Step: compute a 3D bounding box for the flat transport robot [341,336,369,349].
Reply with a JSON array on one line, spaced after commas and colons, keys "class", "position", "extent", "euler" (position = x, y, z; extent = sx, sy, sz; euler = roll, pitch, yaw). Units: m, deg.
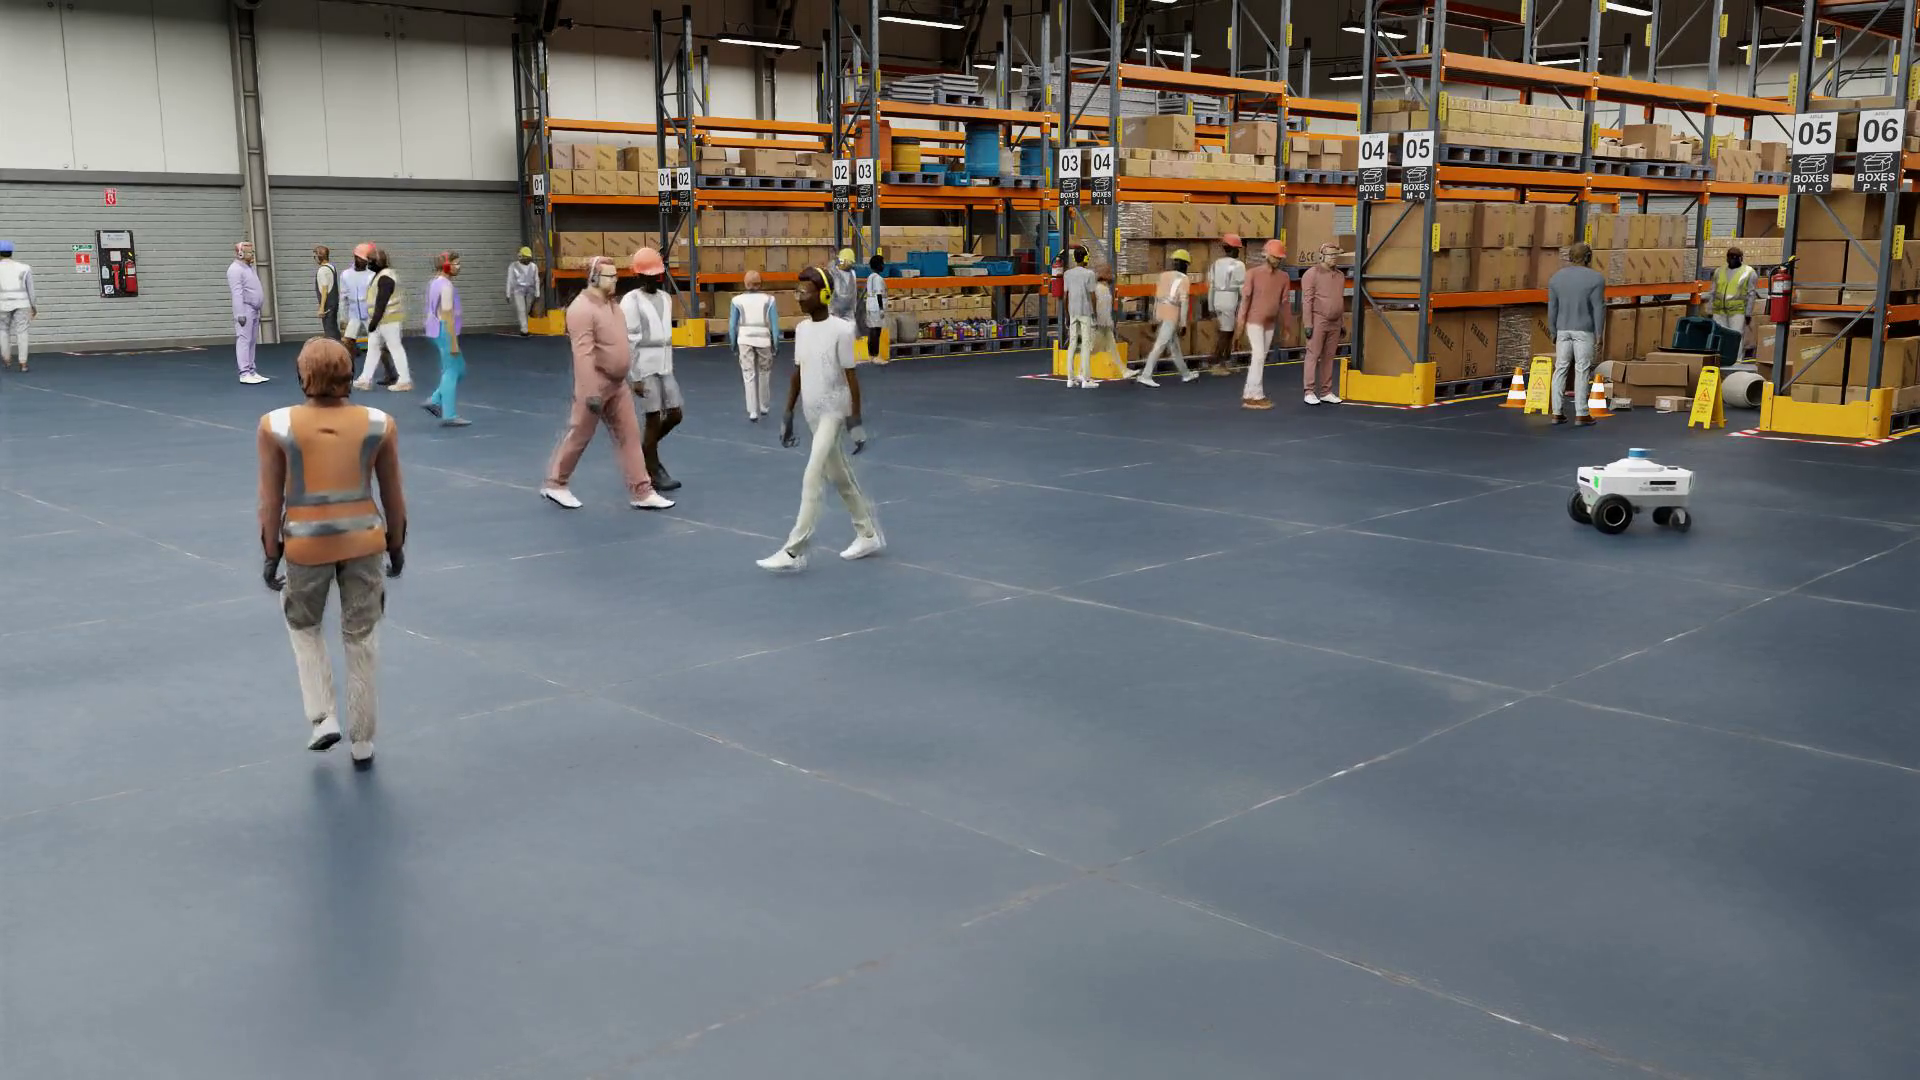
[{"class": "flat transport robot", "position": [-10.577, -3.435, 29.107], "extent": [0.652, 0.197, 1.431], "euler": [5, 12, 26]}]

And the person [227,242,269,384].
[{"class": "person", "position": [-9.686, -3.092, 22.652], "extent": [0.406, 1.911, 0.638], "euler": [-1, 10, -6]}]

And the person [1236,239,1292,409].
[{"class": "person", "position": [3.562, -2.487, 19.258], "extent": [0.642, 1.949, 0.801], "euler": [-6, 12, -29]}]

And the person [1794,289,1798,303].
[{"class": "person", "position": [16.121, -4.809, 32.080], "extent": [0.775, 1.894, 0.604], "euler": [-1, 10, -5]}]

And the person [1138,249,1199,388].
[{"class": "person", "position": [2.811, -2.967, 22.258], "extent": [1.160, 1.816, 0.603], "euler": [-6, 12, -31]}]

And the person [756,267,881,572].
[{"class": "person", "position": [-0.842, -0.742, 10.101], "extent": [1.000, 1.819, 0.558], "euler": [-9, 14, -40]}]

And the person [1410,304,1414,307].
[{"class": "person", "position": [7.046, -3.516, 25.082], "extent": [0.787, 1.855, 0.599], "euler": [-10, 14, -42]}]

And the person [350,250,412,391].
[{"class": "person", "position": [-7.504, -2.810, 21.370], "extent": [0.824, 1.808, 0.631], "euler": [-5, 12, -27]}]

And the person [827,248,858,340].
[{"class": "person", "position": [-1.772, -3.474, 25.007], "extent": [0.630, 1.802, 0.445], "euler": [-9, 14, -42]}]

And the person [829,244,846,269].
[{"class": "person", "position": [-2.175, -4.465, 30.267], "extent": [0.536, 1.860, 0.509], "euler": [8, 13, 36]}]

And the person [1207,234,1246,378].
[{"class": "person", "position": [3.863, -3.313, 23.585], "extent": [0.819, 2.008, 0.620], "euler": [-6, 12, -28]}]

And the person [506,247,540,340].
[{"class": "person", "position": [-8.490, -4.792, 32.297], "extent": [0.632, 1.779, 0.950], "euler": [-8, 13, -35]}]

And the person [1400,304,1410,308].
[{"class": "person", "position": [7.470, -3.794, 27.385], "extent": [0.934, 1.576, 0.475], "euler": [-9, 14, -41]}]

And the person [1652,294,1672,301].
[{"class": "person", "position": [15.581, -5.717, 36.719], "extent": [0.538, 2.000, 0.683], "euler": [-2, 11, -12]}]

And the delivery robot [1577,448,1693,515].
[{"class": "delivery robot", "position": [4.649, -0.388, 11.459], "extent": [0.707, 0.478, 0.477], "euler": [0, 10, -2]}]

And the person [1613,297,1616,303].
[{"class": "person", "position": [15.368, -6.091, 39.266], "extent": [0.426, 1.809, 0.628], "euler": [9, 14, 41]}]

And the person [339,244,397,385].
[{"class": "person", "position": [-8.006, -3.008, 22.274], "extent": [0.619, 1.886, 0.704], "euler": [0, 10, 2]}]

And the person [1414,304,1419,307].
[{"class": "person", "position": [6.689, -3.259, 23.536], "extent": [0.591, 1.919, 0.390], "euler": [9, 14, 40]}]

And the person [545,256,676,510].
[{"class": "person", "position": [-2.640, -1.140, 12.166], "extent": [1.006, 1.860, 0.663], "euler": [3, 11, 18]}]

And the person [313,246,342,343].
[{"class": "person", "position": [-9.624, -3.543, 25.299], "extent": [0.345, 1.840, 0.504], "euler": [0, 10, -1]}]

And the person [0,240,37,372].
[{"class": "person", "position": [-14.119, -3.486, 24.793], "extent": [0.636, 1.915, 0.840], "euler": [-6, 12, -29]}]

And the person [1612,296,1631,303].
[{"class": "person", "position": [12.951, -4.844, 32.310], "extent": [0.622, 1.860, 0.708], "euler": [8, 13, 38]}]

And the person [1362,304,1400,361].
[{"class": "person", "position": [6.839, -3.883, 26.779], "extent": [1.074, 1.983, 0.623], "euler": [-8, 13, -37]}]

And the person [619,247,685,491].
[{"class": "person", "position": [-2.446, -1.346, 13.107], "extent": [0.510, 1.913, 0.545], "euler": [7, 12, 32]}]

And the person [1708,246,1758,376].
[{"class": "person", "position": [10.888, -3.219, 23.528], "extent": [0.429, 1.840, 0.632], "euler": [-9, 14, -40]}]

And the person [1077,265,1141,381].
[{"class": "person", "position": [2.028, -2.955, 22.765], "extent": [0.891, 1.578, 0.529], "euler": [4, 11, 19]}]

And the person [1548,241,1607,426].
[{"class": "person", "position": [6.553, -2.197, 17.689], "extent": [0.372, 1.940, 0.631], "euler": [-10, 14, -43]}]

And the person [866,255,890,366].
[{"class": "person", "position": [-1.289, -3.568, 25.821], "extent": [0.320, 1.698, 0.531], "euler": [-3, 11, -18]}]

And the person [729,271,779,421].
[{"class": "person", "position": [-2.253, -2.135, 18.231], "extent": [0.545, 1.598, 0.807], "euler": [-1, 10, -6]}]

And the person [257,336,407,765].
[{"class": "person", "position": [-2.369, 0.046, 6.310], "extent": [0.537, 1.623, 0.386], "euler": [-5, 12, -26]}]

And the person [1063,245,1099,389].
[{"class": "person", "position": [1.602, -2.945, 21.955], "extent": [0.513, 1.872, 0.328], "euler": [7, 12, 33]}]

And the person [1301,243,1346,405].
[{"class": "person", "position": [4.363, -2.577, 19.845], "extent": [0.638, 1.909, 0.407], "euler": [-7, 12, -32]}]

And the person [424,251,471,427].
[{"class": "person", "position": [-5.389, -2.115, 17.510], "extent": [0.442, 1.832, 0.596], "euler": [-5, 11, -24]}]

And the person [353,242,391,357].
[{"class": "person", "position": [-9.912, -4.026, 27.783], "extent": [0.561, 1.900, 0.959], "euler": [4, 11, 23]}]
